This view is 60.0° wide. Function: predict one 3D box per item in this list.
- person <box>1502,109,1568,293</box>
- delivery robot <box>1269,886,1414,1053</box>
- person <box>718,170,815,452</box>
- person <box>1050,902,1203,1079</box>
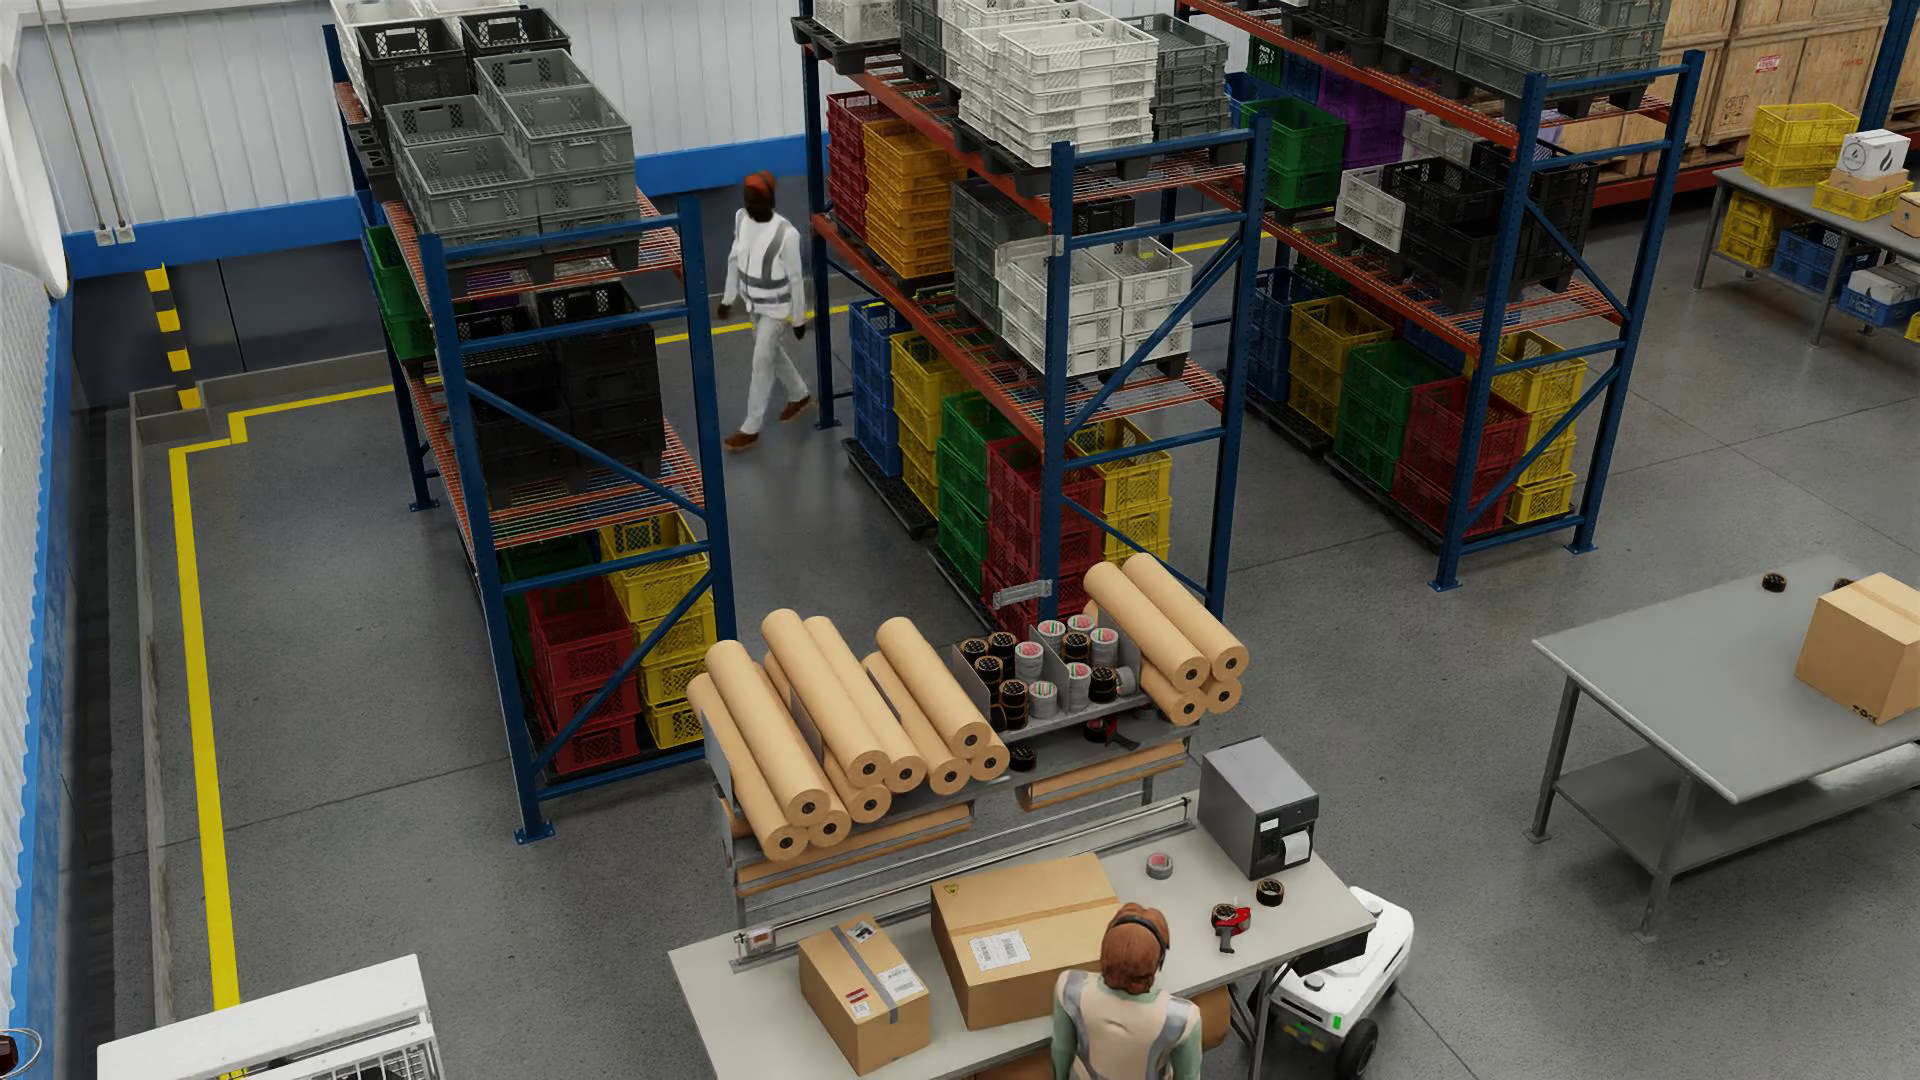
[{"bbox_3d":[4.355,-2.809,12.930,0.628,1.940,0.373,-18,36,-26],"label":"person"},{"bbox_3d":[1.557,1.727,6.785,0.477,0.478,0.707,22,38,32],"label":"delivery robot"},{"bbox_3d":[-1.292,-1.537,10.947,0.860,1.864,0.599,-26,40,-35],"label":"person"},{"bbox_3d":[0.544,1.891,5.584,0.517,1.633,0.311,11,33,18],"label":"person"}]
